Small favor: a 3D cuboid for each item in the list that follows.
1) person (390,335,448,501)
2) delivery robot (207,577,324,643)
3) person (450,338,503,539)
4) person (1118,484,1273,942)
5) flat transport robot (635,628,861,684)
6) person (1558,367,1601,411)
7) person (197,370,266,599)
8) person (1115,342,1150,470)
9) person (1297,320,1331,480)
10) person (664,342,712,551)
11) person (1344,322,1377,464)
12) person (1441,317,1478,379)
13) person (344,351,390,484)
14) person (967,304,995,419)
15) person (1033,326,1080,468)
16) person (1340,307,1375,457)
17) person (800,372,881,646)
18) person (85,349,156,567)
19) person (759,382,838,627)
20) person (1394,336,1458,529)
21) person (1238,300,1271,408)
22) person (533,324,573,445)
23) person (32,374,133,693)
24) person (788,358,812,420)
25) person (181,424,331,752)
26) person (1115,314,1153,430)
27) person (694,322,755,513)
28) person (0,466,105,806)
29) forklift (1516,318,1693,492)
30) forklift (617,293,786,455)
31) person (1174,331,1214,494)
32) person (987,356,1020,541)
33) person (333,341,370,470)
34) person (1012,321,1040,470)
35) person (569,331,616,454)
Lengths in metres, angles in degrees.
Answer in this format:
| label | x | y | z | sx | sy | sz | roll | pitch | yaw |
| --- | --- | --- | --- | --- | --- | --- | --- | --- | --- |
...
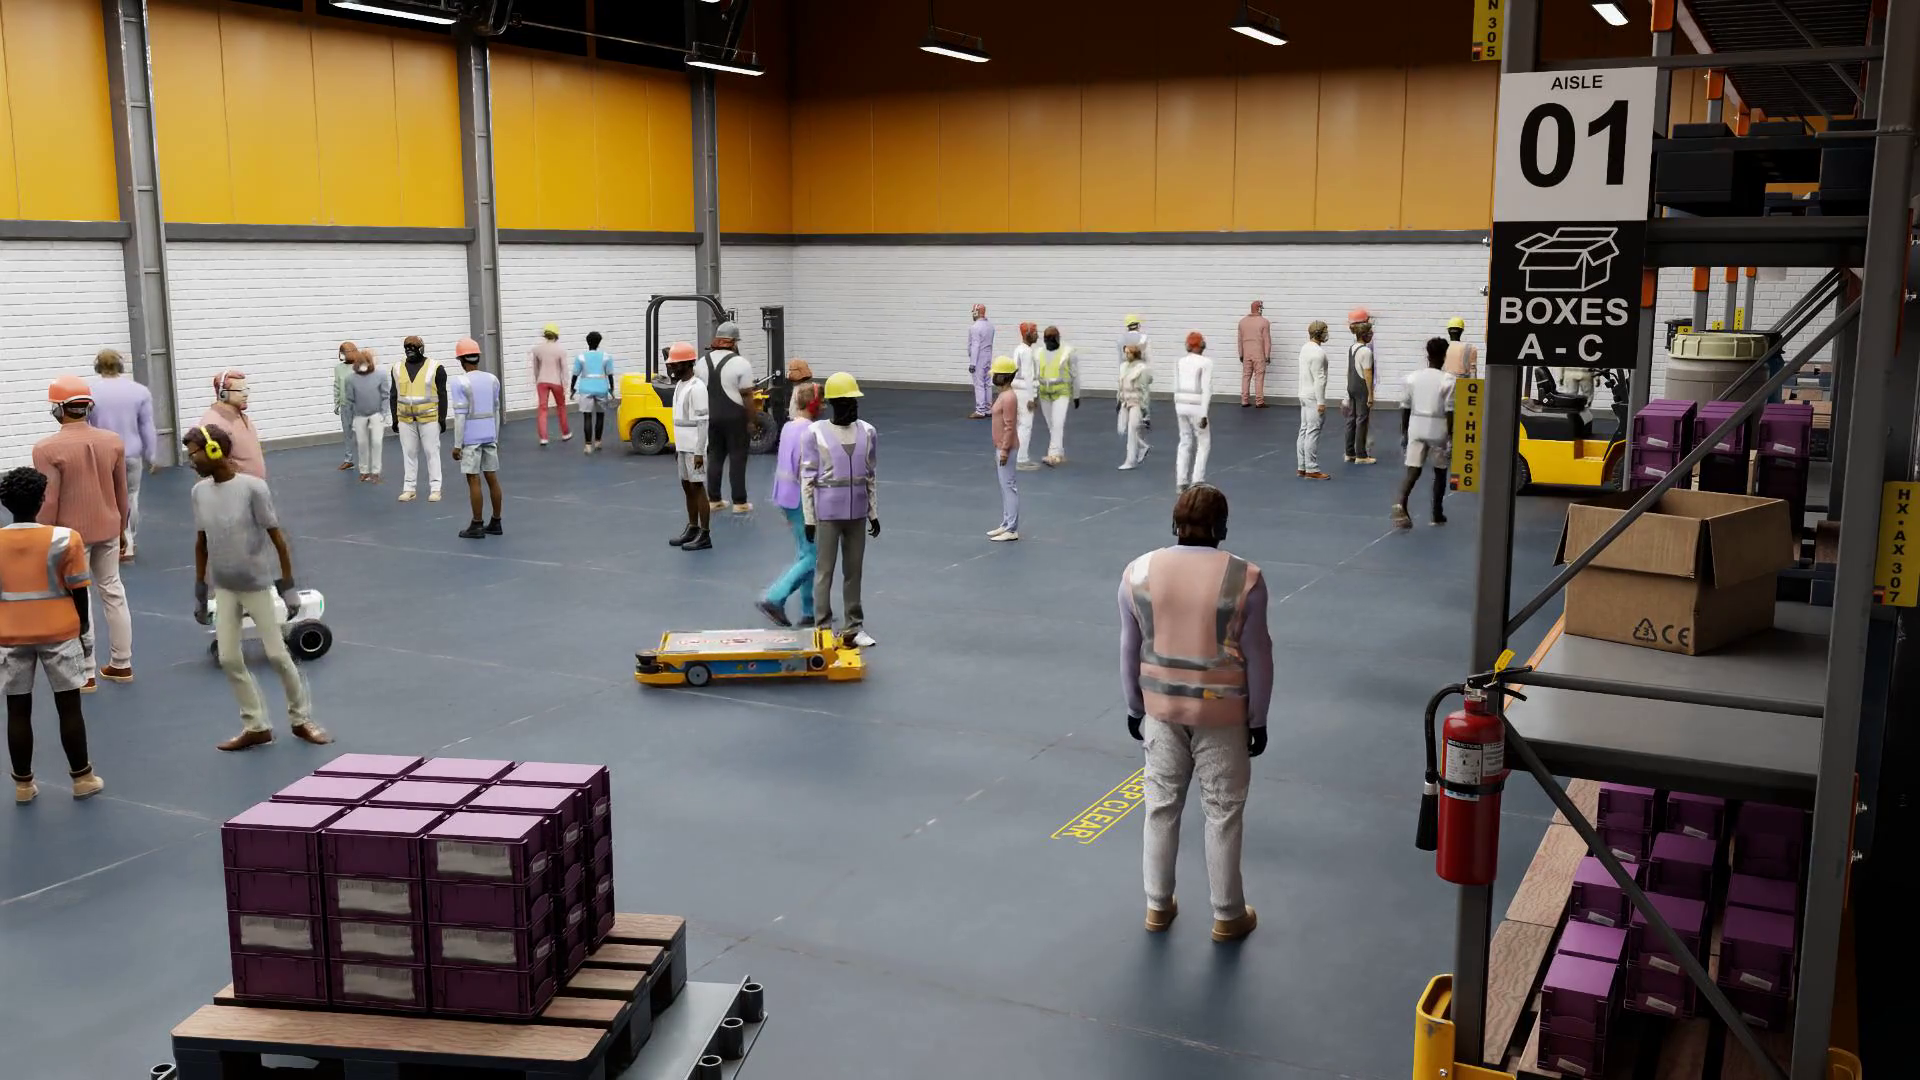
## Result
| label | x | y | z | sx | sy | sz | roll | pitch | yaw |
| --- | --- | --- | --- | --- | --- | --- | --- | --- | --- |
| person | -5.990 | -1.338 | 18.396 | 0.632 | 1.842 | 0.429 | 0 | 10 | 2 |
| delivery robot | -4.700 | 0.490 | 11.263 | 0.707 | 0.478 | 0.477 | -6 | 12 | -31 |
| person | -4.685 | -0.975 | 16.048 | 0.385 | 1.928 | 0.547 | 6 | 12 | 33 |
| person | 0.952 | 0.690 | 6.674 | 0.621 | 1.838 | 0.429 | 5 | 11 | 25 |
| flat transport robot | -1.372 | 0.748 | 10.861 | 1.431 | 0.197 | 0.652 | -1 | 10 | -6 |
| person | 9.431 | -2.518 | 25.293 | 0.629 | 1.814 | 0.528 | 5 | 11 | 28 |
| person | -5.242 | -0.279 | 12.082 | 0.401 | 1.907 | 0.648 | -1 | 10 | -3 |
| person | 2.228 | -1.710 | 21.170 | 0.511 | 1.623 | 0.546 | -6 | 12 | -33 |
| person | 4.301 | -1.697 | 20.194 | 0.365 | 1.939 | 0.636 | -1 | 10 | -6 |
| person | -2.527 | -0.868 | 15.404 | 0.376 | 1.933 | 0.551 | -6 | 11 | -30 |
| person | 5.236 | -1.913 | 21.716 | 0.345 | 1.847 | 0.508 | -3 | 10 | -19 |
| person | 6.387 | -1.920 | 21.540 | 0.585 | 1.919 | 0.380 | 4 | 11 | 22 |
| person | -7.049 | -1.458 | 19.818 | 0.516 | 1.582 | 0.740 | -3 | 10 | -14 |
| person | 0.317 | -2.972 | 27.670 | 0.401 | 1.906 | 0.649 | 5 | 11 | 28 |
| person | 1.153 | -1.833 | 21.377 | 0.657 | 1.797 | 0.907 | 5 | 11 | 28 |
| person | 5.313 | -2.088 | 22.232 | 0.429 | 2.020 | 0.610 | 0 | 10 | -1 |
| person | -0.820 | -0.198 | 11.539 | 0.594 | 1.929 | 0.352 | -6 | 12 | -33 |
| person | -7.531 | -0.745 | 14.793 | 0.654 | 1.894 | 0.966 | -7 | 12 | -37 |
| person | -1.174 | -0.235 | 12.121 | 0.591 | 1.820 | 0.603 | -6 | 11 | -29 |
| person | 4.625 | -1.056 | 16.543 | 0.619 | 1.933 | 0.927 | 8 | 12 | 37 |
| person | 5.259 | -3.301 | 29.577 | 0.651 | 1.906 | 0.403 | 9 | 13 | 42 |
| person | -5.883 | -2.247 | 24.002 | 0.539 | 1.726 | 0.884 | 0 | 10 | 2 |
| person | -5.505 | -0.041 | 10.446 | 0.380 | 1.994 | 0.618 | 5 | 11 | 25 |
| person | -1.694 | -1.108 | 17.663 | 0.278 | 1.634 | 0.498 | -1 | 10 | -6 |
| person | -3.868 | 0.267 | 9.170 | 0.679 | 1.829 | 0.428 | 2 | 10 | 12 |
| person | 2.699 | -2.594 | 25.827 | 0.605 | 1.791 | 0.504 | 2 | 10 | 12 |
| person | -2.463 | -1.314 | 17.684 | 0.693 | 2.000 | 0.536 | 5 | 11 | 27 |
| person | -4.597 | 0.481 | 8.280 | 0.536 | 1.697 | 0.322 | -3 | 10 | -15 |
| forklift | 7.066 | -1.601 | 18.899 | 2.313 | 2.155 | 1.214 | 5 | 11 | 27 |
| forklift | -3.588 | -2.317 | 23.042 | 2.313 | 2.155 | 1.214 | -1 | 10 | -5 |
| person | 2.639 | -1.455 | 19.040 | 0.499 | 1.848 | 0.598 | -10 | 14 | -44 |
| person | 0.420 | -0.874 | 15.923 | 0.304 | 1.772 | 0.525 | -1 | 10 | -4 |
| person | -7.700 | -1.696 | 21.069 | 0.509 | 1.632 | 0.269 | 2 | 10 | 13 |
| person | 0.837 | -1.829 | 21.115 | 0.339 | 1.882 | 0.585 | -1 | 10 | -8 |
| person | -5.061 | -2.029 | 22.859 | 0.617 | 1.661 | 0.660 | -3 | 10 | -17 |
